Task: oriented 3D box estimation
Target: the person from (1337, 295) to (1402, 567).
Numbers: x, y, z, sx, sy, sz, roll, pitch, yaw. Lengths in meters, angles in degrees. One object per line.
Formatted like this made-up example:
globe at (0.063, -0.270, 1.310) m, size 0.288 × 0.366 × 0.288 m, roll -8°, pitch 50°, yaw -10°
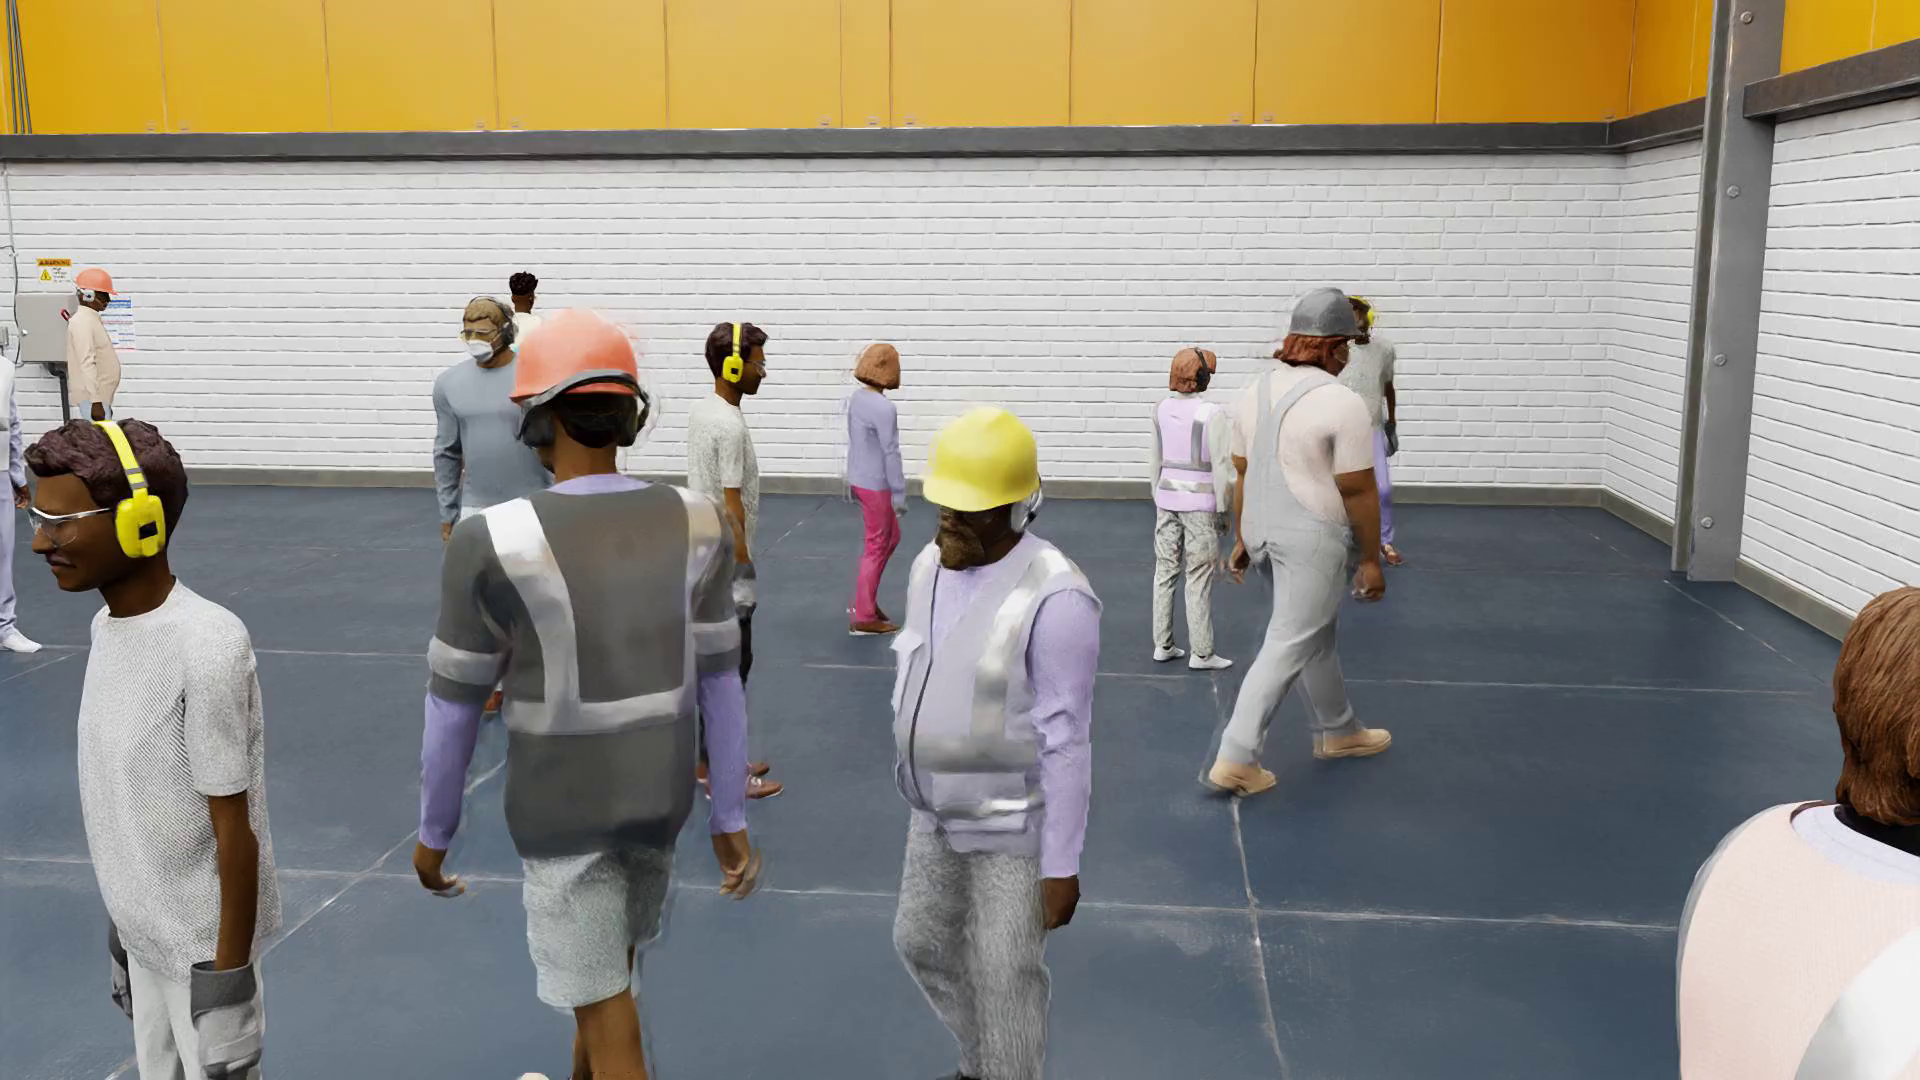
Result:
person at (2.672, -0.715, 11.101) m, size 0.568 × 1.826 × 0.457 m, roll 0°, pitch 10°, yaw -3°

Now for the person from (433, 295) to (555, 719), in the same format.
person at (-2.062, -0.137, 7.526) m, size 0.639 × 1.928 × 0.374 m, roll 1°, pitch 10°, yaw 7°

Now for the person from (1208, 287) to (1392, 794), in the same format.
person at (1.370, -0.035, 6.610) m, size 1.031 × 2.000 × 0.698 m, roll -5°, pitch 11°, yaw -24°

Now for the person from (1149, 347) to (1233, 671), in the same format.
person at (1.164, -0.155, 8.448) m, size 0.308 × 1.641 × 0.511 m, roll -8°, pitch 13°, yaw -40°

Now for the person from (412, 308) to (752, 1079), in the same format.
person at (-0.823, 0.533, 3.467) m, size 0.619 × 2.000 × 0.960 m, roll -9°, pitch 14°, yaw -43°

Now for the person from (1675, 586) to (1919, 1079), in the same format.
person at (0.908, 0.938, 1.611) m, size 0.429 × 1.845 × 0.621 m, roll 1°, pitch 10°, yaw 4°

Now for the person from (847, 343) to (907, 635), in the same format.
person at (-0.440, -0.277, 9.198) m, size 0.402 × 1.617 × 0.533 m, roll -5°, pitch 11°, yaw -25°

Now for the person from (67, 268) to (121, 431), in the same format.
person at (-6.624, -1.088, 12.796) m, size 0.388 × 1.987 × 0.608 m, roll -4°, pitch 11°, yaw -24°

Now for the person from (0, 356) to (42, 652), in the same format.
person at (-5.112, -0.315, 8.608) m, size 0.392 × 1.911 × 0.584 m, roll 3°, pitch 10°, yaw 16°

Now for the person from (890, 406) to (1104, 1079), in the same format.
person at (0.078, 0.592, 3.726) m, size 0.495 × 1.805 × 0.653 m, roll -7°, pitch 12°, yaw -36°

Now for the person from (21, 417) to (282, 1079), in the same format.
person at (-1.337, 0.716, 2.839) m, size 0.512 × 1.861 × 0.325 m, roll 9°, pitch 13°, yaw 41°

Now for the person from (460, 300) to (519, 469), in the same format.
person at (-2.836, -0.575, 10.356) m, size 0.535 × 1.805 × 0.890 m, roll -2°, pitch 10°, yaw -12°

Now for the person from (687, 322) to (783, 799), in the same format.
person at (-0.886, 0.086, 6.461) m, size 0.334 × 1.857 × 0.529 m, roll -4°, pitch 11°, yaw -21°
